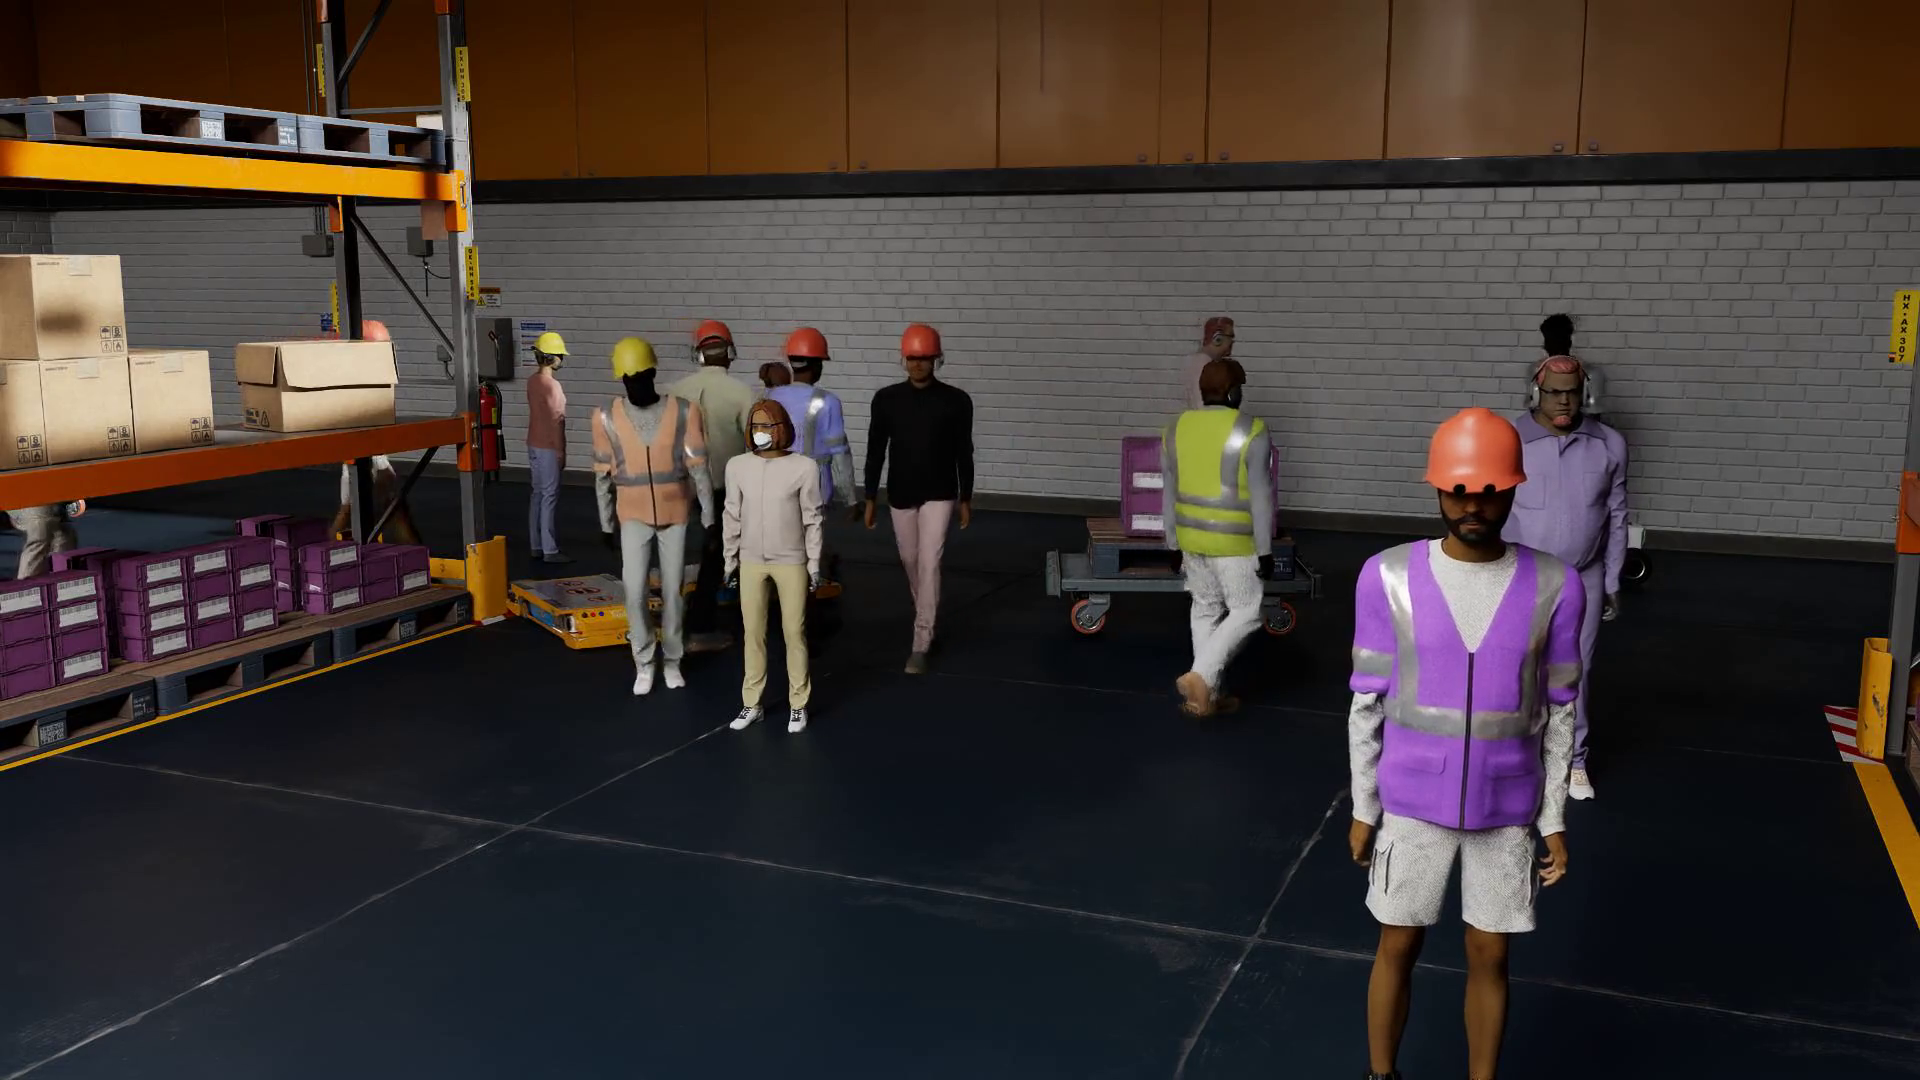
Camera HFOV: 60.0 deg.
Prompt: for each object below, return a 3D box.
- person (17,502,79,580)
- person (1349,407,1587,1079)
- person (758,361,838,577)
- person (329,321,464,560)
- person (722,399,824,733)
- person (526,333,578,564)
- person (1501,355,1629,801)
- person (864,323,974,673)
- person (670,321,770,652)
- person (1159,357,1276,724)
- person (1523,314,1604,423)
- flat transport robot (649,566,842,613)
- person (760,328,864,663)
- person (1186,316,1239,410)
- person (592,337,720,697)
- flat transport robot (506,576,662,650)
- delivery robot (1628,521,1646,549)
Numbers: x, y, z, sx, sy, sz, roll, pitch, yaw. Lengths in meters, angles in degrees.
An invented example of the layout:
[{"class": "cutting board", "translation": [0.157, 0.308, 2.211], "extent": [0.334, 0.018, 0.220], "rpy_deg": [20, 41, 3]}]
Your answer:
[{"class": "person", "translation": [-5.773, -0.270, 10.588], "extent": [0.620, 1.603, 0.531], "rpy_deg": [-7, 12, -38]}, {"class": "person", "translation": [1.226, 0.640, 4.073], "extent": [0.548, 1.937, 0.379], "rpy_deg": [2, 10, 12]}, {"class": "person", "translation": [-1.193, -0.519, 12.201], "extent": [0.859, 1.577, 0.492], "rpy_deg": [8, 12, 39]}, {"class": "person", "translation": [-4.066, -0.587, 11.687], "extent": [1.017, 1.876, 0.548], "rpy_deg": [0, 9, -3]}, {"class": "person", "translation": [-0.915, 0.127, 8.104], "extent": [0.508, 1.632, 0.271], "rpy_deg": [2, 10, 12]}, {"class": "person", "translation": [-3.131, -0.698, 12.723], "extent": [0.335, 1.763, 0.522], "rpy_deg": [-7, 12, -35]}, {"class": "person", "translation": [2.503, 0.169, 7.058], "extent": [0.644, 1.900, 0.404], "rpy_deg": [1, 9, 3]}, {"class": "person", "translation": [-0.227, -0.284, 9.672], "extent": [0.621, 1.958, 1.022], "rpy_deg": [2, 10, 11]}, {"class": "person", "translation": [-1.401, -0.348, 10.062], "extent": [0.686, 1.918, 1.012], "rpy_deg": [6, 11, 30]}, {"class": "person", "translation": [1.244, 0.020, 8.172], "extent": [0.579, 1.828, 0.641], "rpy_deg": [-9, 13, -43]}, {"class": "person", "translation": [4.289, -0.650, 11.938], "extent": [0.651, 1.909, 0.957], "rpy_deg": [8, 12, 41]}, {"class": "flat transport robot", "translation": [-1.578, 0.299, 11.177], "extent": [1.431, 0.197, 0.652], "rpy_deg": [-6, 11, -30]}, {"class": "person", "translation": [-0.824, -0.271, 9.699], "extent": [0.552, 1.909, 0.840], "rpy_deg": [7, 11, 35]}, {"class": "person", "translation": [1.949, -0.697, 12.292], "extent": [0.558, 1.892, 0.681], "rpy_deg": [1, 9, 8]}, {"class": "person", "translation": [-1.601, -0.114, 8.781], "extent": [0.638, 1.892, 0.623], "rpy_deg": [-2, 10, -11]}, {"class": "flat transport robot", "translation": [-2.322, 0.425, 10.418], "extent": [0.652, 0.197, 1.431], "rpy_deg": [-6, 11, -31]}, {"class": "delivery robot", "translation": [4.516, -0.014, 11.934], "extent": [0.707, 0.478, 0.477], "rpy_deg": [0, 9, 0]}]
